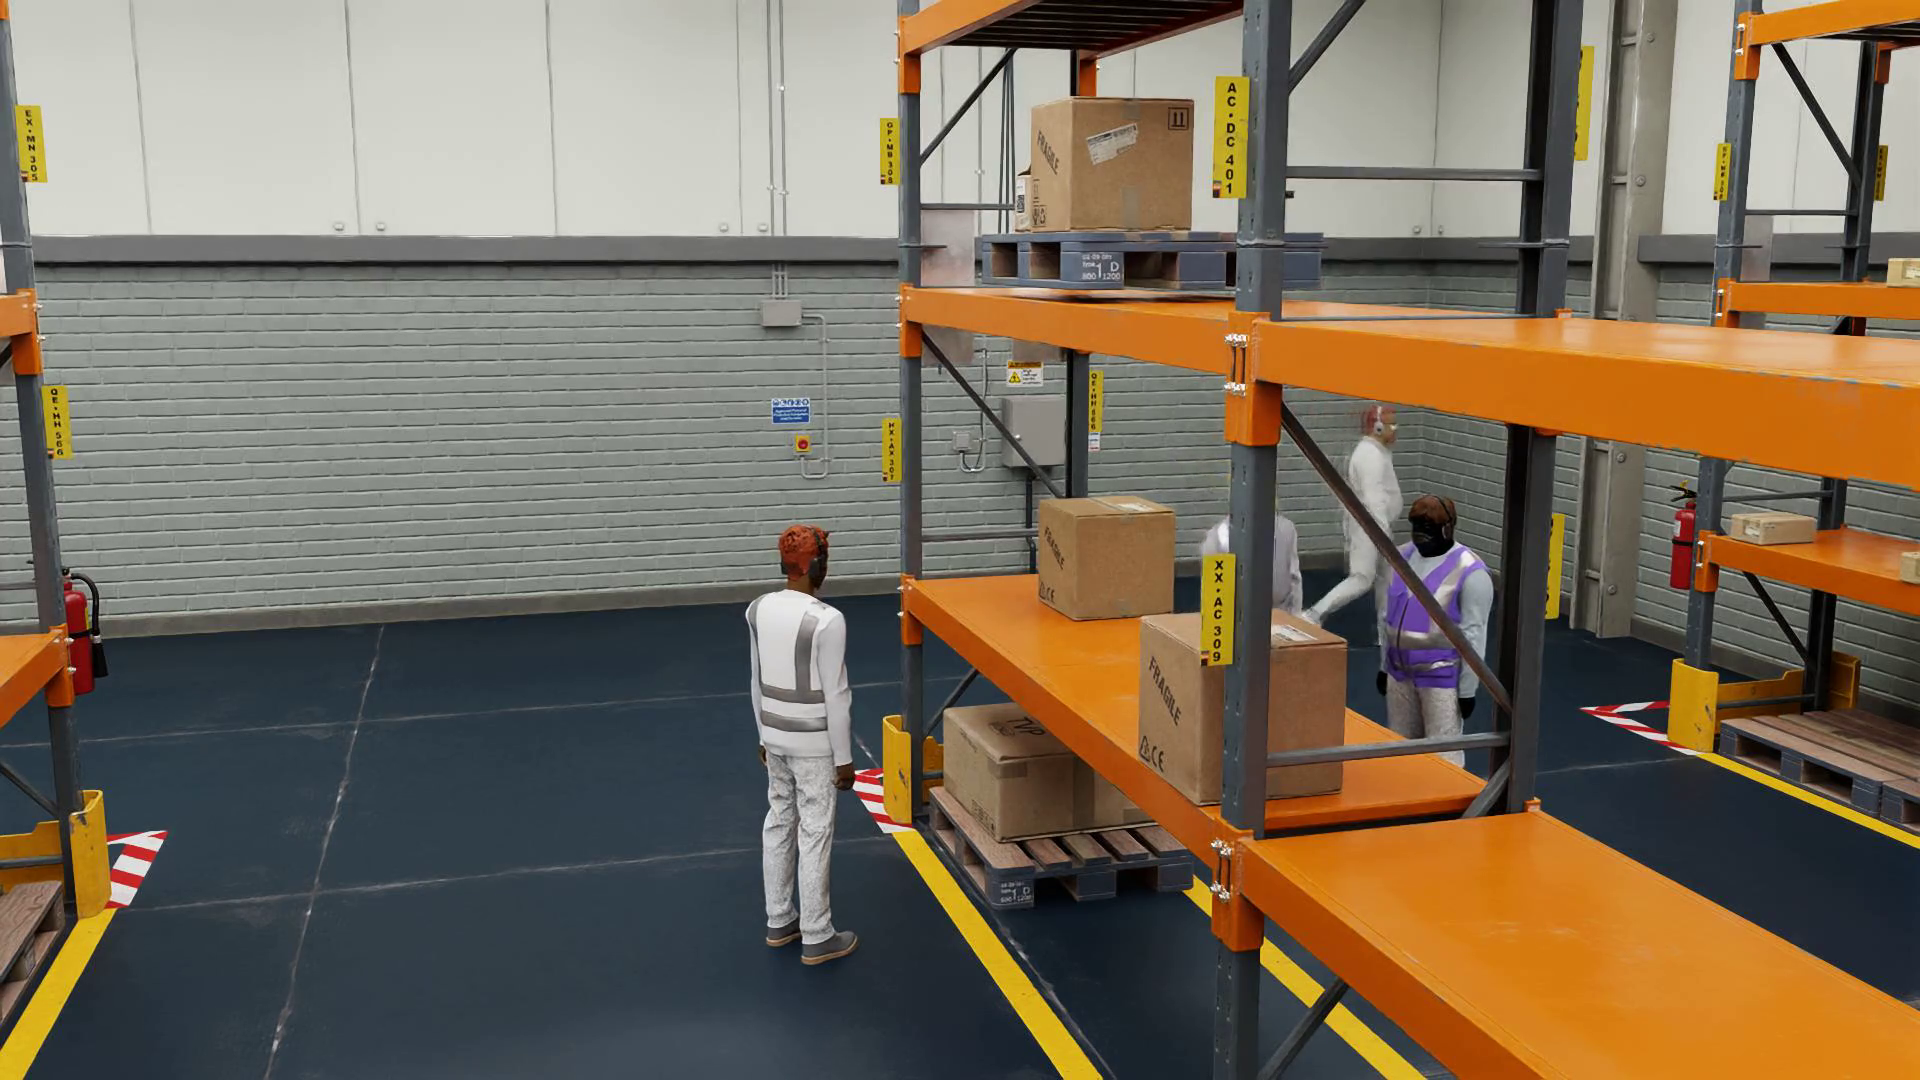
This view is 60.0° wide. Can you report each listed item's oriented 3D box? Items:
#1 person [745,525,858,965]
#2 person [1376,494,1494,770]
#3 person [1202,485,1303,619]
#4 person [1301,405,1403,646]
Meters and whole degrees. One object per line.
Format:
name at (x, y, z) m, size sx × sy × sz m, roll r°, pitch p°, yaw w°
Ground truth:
person at (-0.671, 0.865, 7.111) m, size 0.575 × 1.880 × 0.358 m, roll 9°, pitch 14°, yaw 43°
person at (2.339, 0.676, 8.313) m, size 0.430 × 1.833 × 0.632 m, roll -6°, pitch 12°, yaw -30°
person at (1.660, 0.461, 9.630) m, size 0.619 × 1.803 × 0.644 m, roll -3°, pitch 10°, yaw -18°
person at (3.037, -0.087, 12.552) m, size 0.832 × 1.877 × 0.638 m, roll 3°, pitch 11°, yaw 19°
